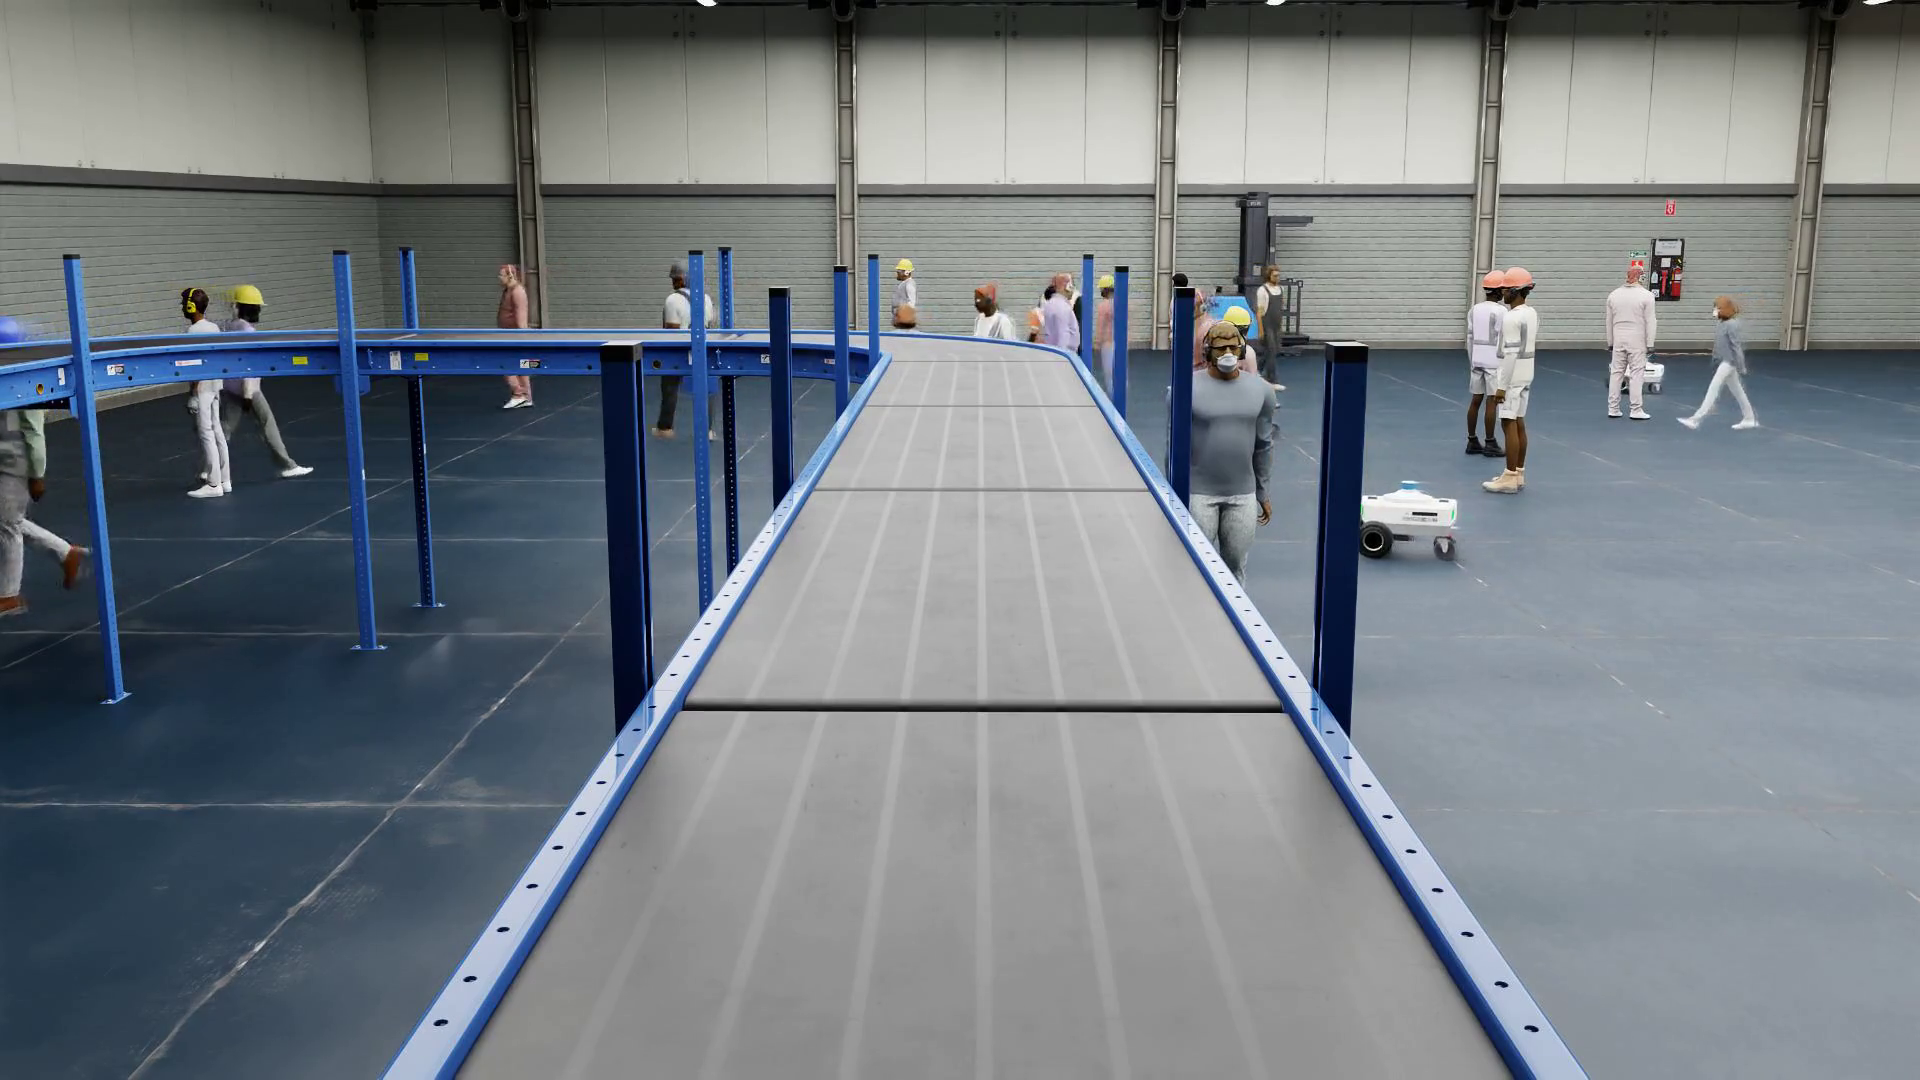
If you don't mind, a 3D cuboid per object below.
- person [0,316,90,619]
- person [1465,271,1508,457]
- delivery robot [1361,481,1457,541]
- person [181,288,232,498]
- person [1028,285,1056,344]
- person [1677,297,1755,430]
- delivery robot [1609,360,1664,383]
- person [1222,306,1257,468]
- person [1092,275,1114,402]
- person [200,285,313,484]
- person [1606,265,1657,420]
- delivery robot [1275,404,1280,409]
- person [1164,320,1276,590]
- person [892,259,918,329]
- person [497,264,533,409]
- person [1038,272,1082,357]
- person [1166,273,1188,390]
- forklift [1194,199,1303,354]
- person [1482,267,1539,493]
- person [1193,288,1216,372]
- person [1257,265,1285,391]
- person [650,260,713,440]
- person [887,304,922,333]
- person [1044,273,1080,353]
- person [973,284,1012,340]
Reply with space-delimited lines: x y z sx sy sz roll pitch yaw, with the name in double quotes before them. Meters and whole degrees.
"person" -5.936 -0.475 10.527 0.647 1.899 0.711 8 13 34
"person" 5.598 -1.866 17.577 0.361 1.939 0.542 -5 12 -26
"delivery robot" 3.351 -0.200 12.452 0.707 0.478 0.477 3 11 15
"person" -6.830 -1.330 15.001 0.322 1.871 0.524 0 11 -2
"person" 1.043 -2.325 20.596 0.542 1.678 0.620 -4 12 -22
"person" 9.005 -2.074 19.615 0.959 1.566 0.523 1 11 8
"delivery robot" 9.696 -2.417 23.844 0.707 0.478 0.477 2 11 10
"person" 2.288 -1.057 13.864 0.314 1.769 0.523 -3 11 -15
"person" 1.903 -2.550 21.570 0.527 1.748 0.545 9 14 39
"person" -6.765 -1.465 15.741 1.046 1.865 0.601 -11 15 -43
"person" 8.375 -2.464 20.737 0.410 1.907 0.642 -9 14 -38
"delivery robot" 3.325 -1.640 19.184 0.698 0.223 0.335 4 12 22
"person" 1.447 -0.251 9.280 0.632 1.939 0.368 -2 11 -8
"person" -0.880 -3.535 26.418 0.404 1.837 0.594 -3 11 -14
"person" -5.899 -2.663 21.824 0.569 1.888 0.652 -4 12 -20
"person" 1.197 -2.472 21.021 0.652 1.806 0.752 9 14 38
"person" 3.196 -3.006 24.071 0.319 1.693 0.532 7 13 34
"forklift" 5.313 -4.851 30.603 1.873 2.768 1.129 0 11 1
"person" 5.051 -1.465 15.250 0.374 2.043 0.614 8 13 35
"person" 2.051 -1.303 14.864 0.824 1.861 0.718 1 11 5
"person" 4.461 -3.093 24.208 0.558 1.815 0.665 -8 13 -35
"person" -3.147 -2.136 18.811 0.871 2.000 0.682 9 14 40
"person" -0.550 -1.636 17.230 0.505 1.610 0.622 -8 13 -34
"person" 1.097 -2.042 18.647 0.502 1.880 0.650 -2 11 -9
"person" 0.218 -1.611 16.530 0.949 1.836 0.573 -5 12 -23
